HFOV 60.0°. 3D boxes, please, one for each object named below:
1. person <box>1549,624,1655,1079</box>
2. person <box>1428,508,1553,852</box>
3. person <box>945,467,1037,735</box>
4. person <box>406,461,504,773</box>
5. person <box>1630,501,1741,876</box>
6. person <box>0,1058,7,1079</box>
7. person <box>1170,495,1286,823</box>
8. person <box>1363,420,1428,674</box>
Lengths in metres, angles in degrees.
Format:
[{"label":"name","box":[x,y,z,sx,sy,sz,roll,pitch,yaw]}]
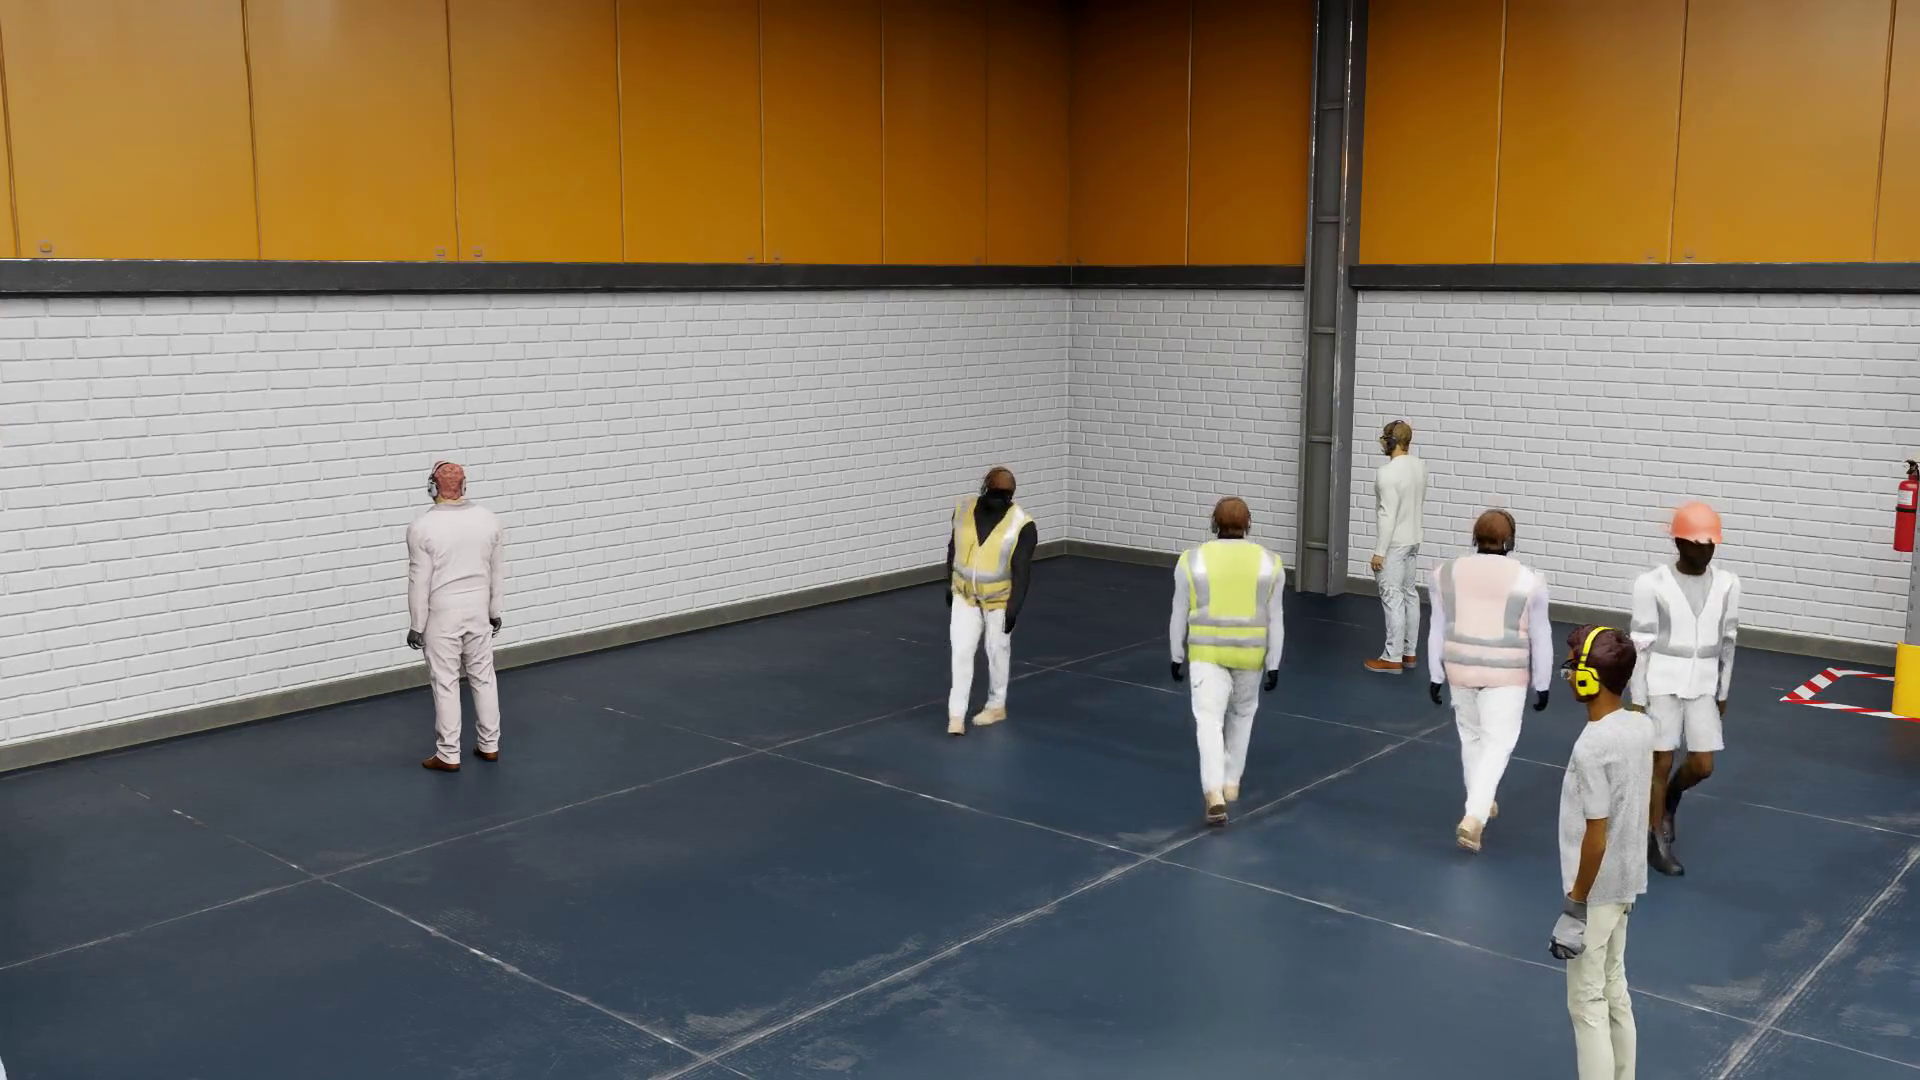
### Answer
[{"label":"person","box":[2.165,1.209,5.675,0.310,1.864,0.532,8,12,40]},{"label":"person","box":[2.813,0.729,8.885,0.635,1.809,0.906,6,11,33]},{"label":"person","box":[0.151,0.408,10.953,0.699,1.788,0.822,4,10,21]},{"label":"person","box":[-3.115,0.464,10.226,0.403,1.906,0.651,8,12,40]},{"label":"person","box":[3.652,0.737,8.466,0.556,1.918,0.544,0,9,0]},{"label":"person","box":[-3.086,1.381,5.002,0.818,1.733,0.541,2,9,12]},{"label":"person","box":[1.499,0.657,9.326,0.624,1.812,0.895,0,9,3]},{"label":"person","box":[3.338,0.051,12.716,0.353,1.937,0.635,8,12,40]}]
